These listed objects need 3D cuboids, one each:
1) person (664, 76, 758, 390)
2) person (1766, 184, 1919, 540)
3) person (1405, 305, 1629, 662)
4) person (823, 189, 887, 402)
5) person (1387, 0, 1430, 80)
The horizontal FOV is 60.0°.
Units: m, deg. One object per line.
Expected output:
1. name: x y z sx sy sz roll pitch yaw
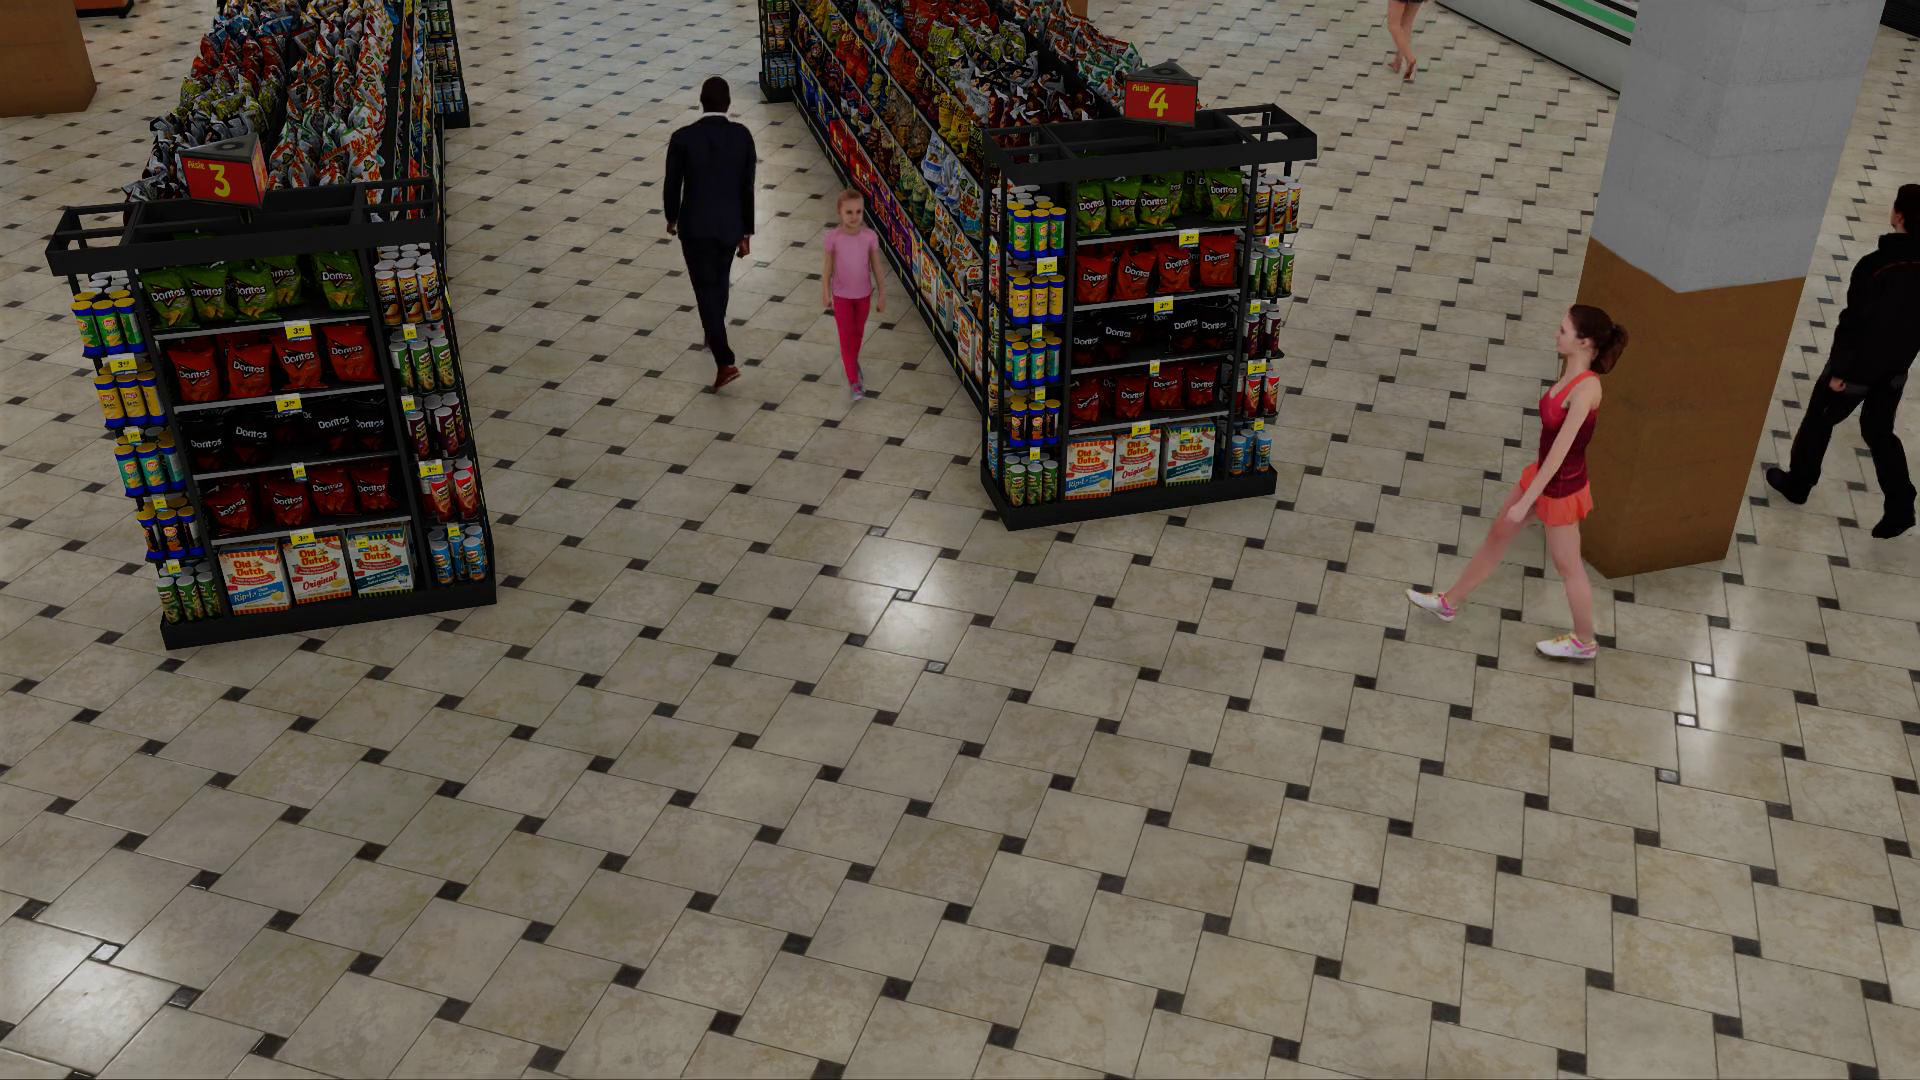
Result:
1. person: -1.450 -1.785 9.860 0.791 1.789 1.262 -14 34 -21
2. person: 4.639 -0.853 8.342 0.766 1.810 1.124 -6 32 -9
3. person: 2.730 -0.195 7.377 0.943 1.712 1.106 6 32 9
4. person: -0.657 -1.497 9.913 0.505 1.244 0.838 -8 33 -13
5. person: 4.133 -5.053 15.209 0.645 1.687 0.992 -5 32 -7
